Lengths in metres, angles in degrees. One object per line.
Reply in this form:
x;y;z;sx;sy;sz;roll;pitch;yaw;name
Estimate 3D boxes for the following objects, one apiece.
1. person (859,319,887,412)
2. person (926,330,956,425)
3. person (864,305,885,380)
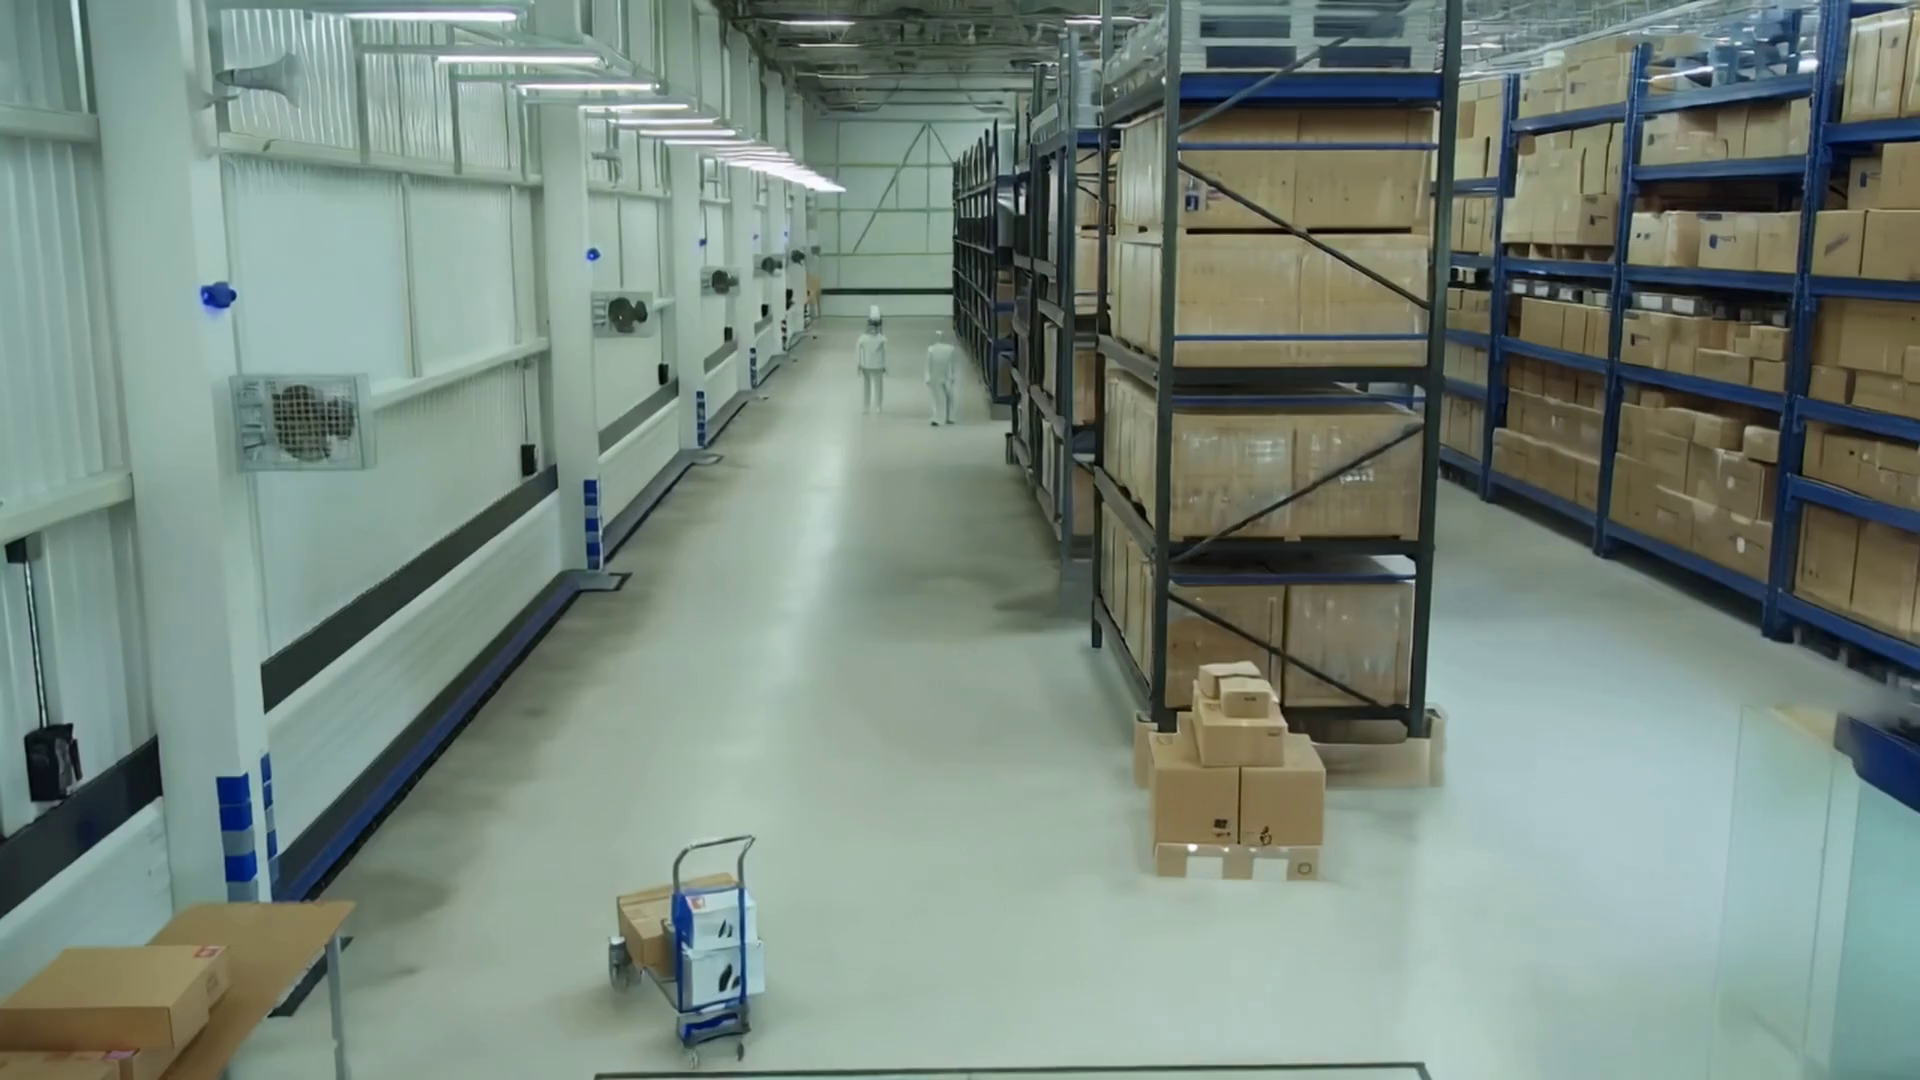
-1.866;-3.722;35.552;0.614;1.988;0.403;1;11;3;person
-0.391;-3.243;33.281;0.636;1.903;0.404;-5;12;-24;person
-2.203;-5.078;42.814;0.589;1.910;0.393;-6;12;-28;person
